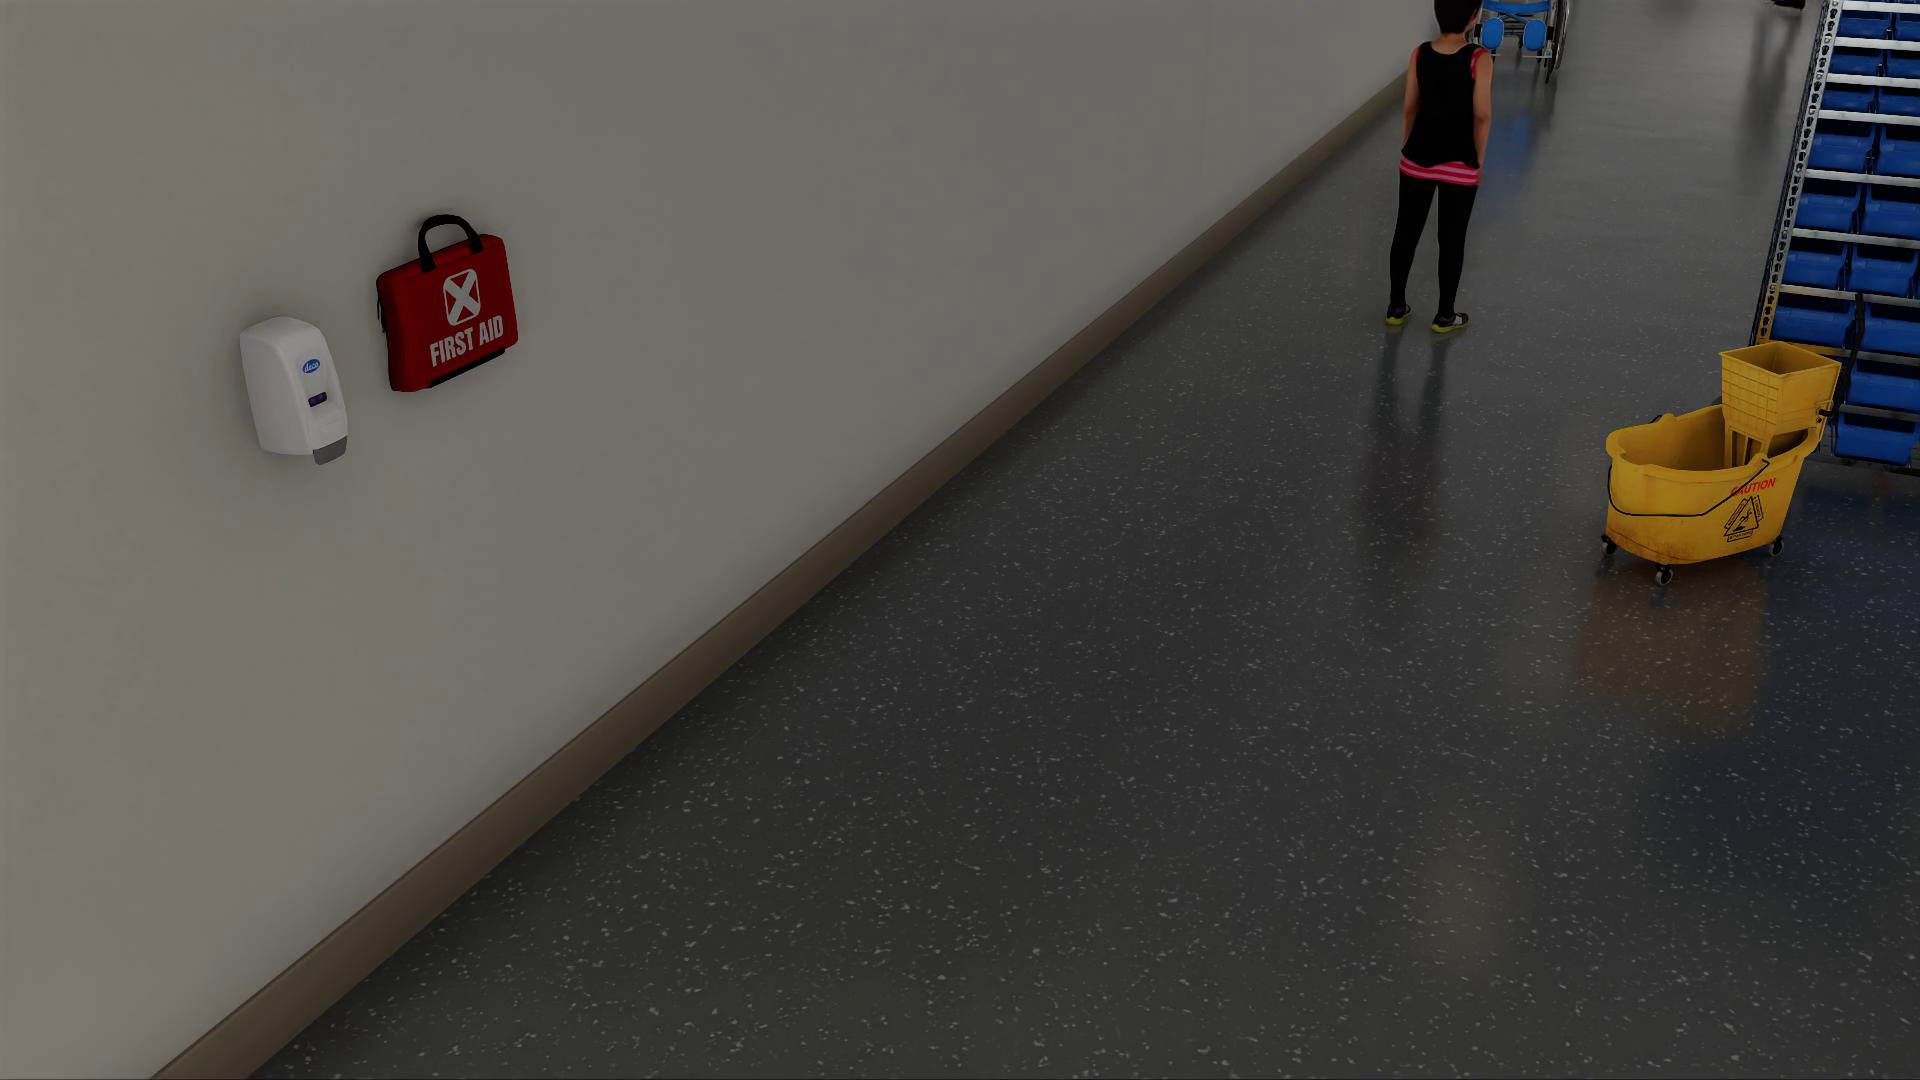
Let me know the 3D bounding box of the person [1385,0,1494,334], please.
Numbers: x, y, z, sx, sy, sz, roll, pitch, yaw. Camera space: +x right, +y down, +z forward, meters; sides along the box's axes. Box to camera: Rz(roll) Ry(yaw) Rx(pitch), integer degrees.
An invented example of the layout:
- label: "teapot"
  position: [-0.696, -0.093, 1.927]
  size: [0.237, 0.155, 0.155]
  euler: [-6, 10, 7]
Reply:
- label: "person"
  position: [2.141, -1.707, 7.412]
  size: [0.495, 1.553, 0.632]
  euler: [17, 31, 32]
